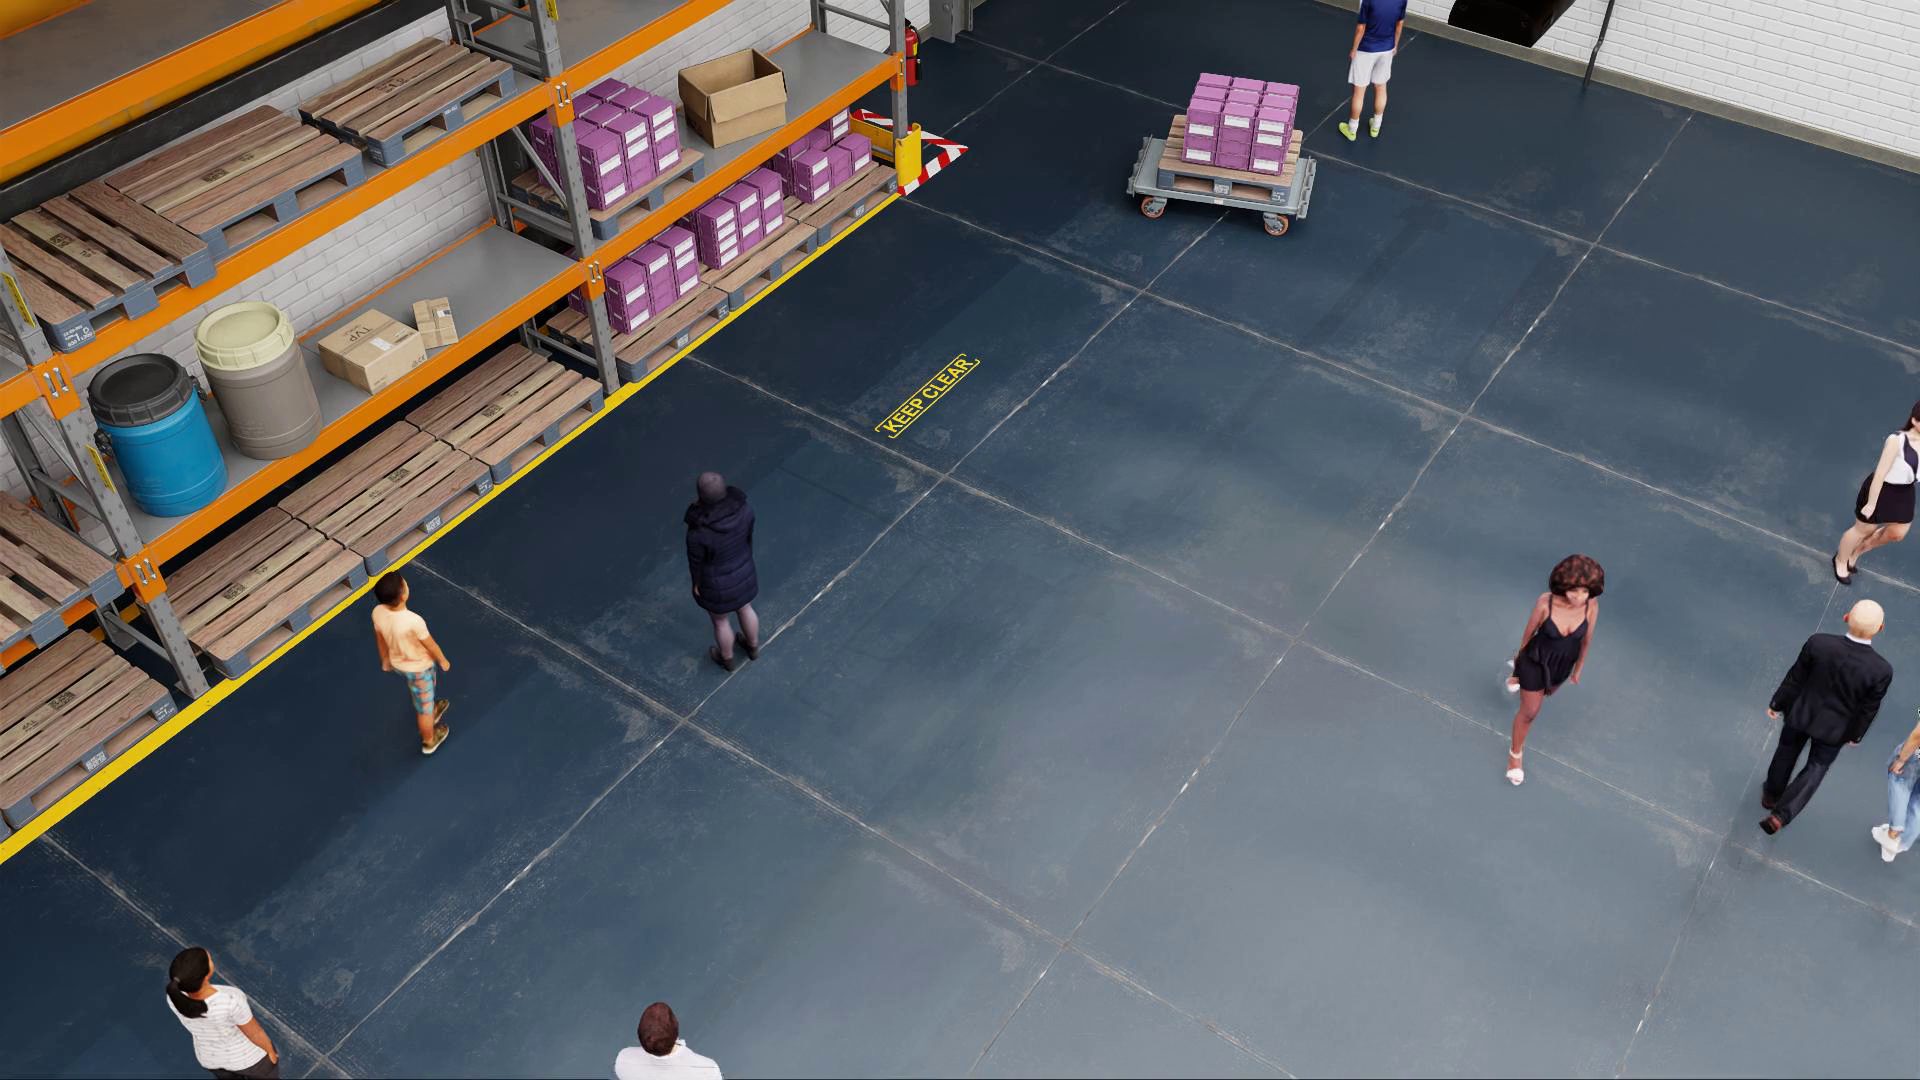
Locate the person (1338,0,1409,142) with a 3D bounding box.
[{"bbox_3d":[3.981,-4.718,15.949,0.709,1.838,0.775,-8,44,-8],"label":"person"}]

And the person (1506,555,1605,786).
[{"bbox_3d":[3.625,0.695,10.325,0.953,1.758,1.117,-1,44,-1],"label":"person"}]

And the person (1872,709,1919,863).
[{"bbox_3d":[5.707,1.342,9.680,0.757,1.711,0.768,7,44,7],"label":"person"}]

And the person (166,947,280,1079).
[{"bbox_3d":[-3.686,2.584,8.424,0.632,1.644,0.647,5,44,5],"label":"person"}]

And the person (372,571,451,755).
[{"bbox_3d":[-3.469,0.810,10.426,0.618,1.451,0.709,16,46,16],"label":"person"}]

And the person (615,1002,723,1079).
[{"bbox_3d":[-1.362,2.853,8.000,0.889,1.841,0.972,3,44,3],"label":"person"}]

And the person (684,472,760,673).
[{"bbox_3d":[-1.540,0.212,10.892,0.642,1.675,0.771,-33,53,-30],"label":"person"}]

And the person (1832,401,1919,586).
[{"bbox_3d":[6.360,-0.360,11.520,0.669,1.637,0.743,-13,45,-13],"label":"person"}]

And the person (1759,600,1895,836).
[{"bbox_3d":[5.091,1.095,9.884,0.730,1.787,0.953,32,52,29],"label":"person"}]
